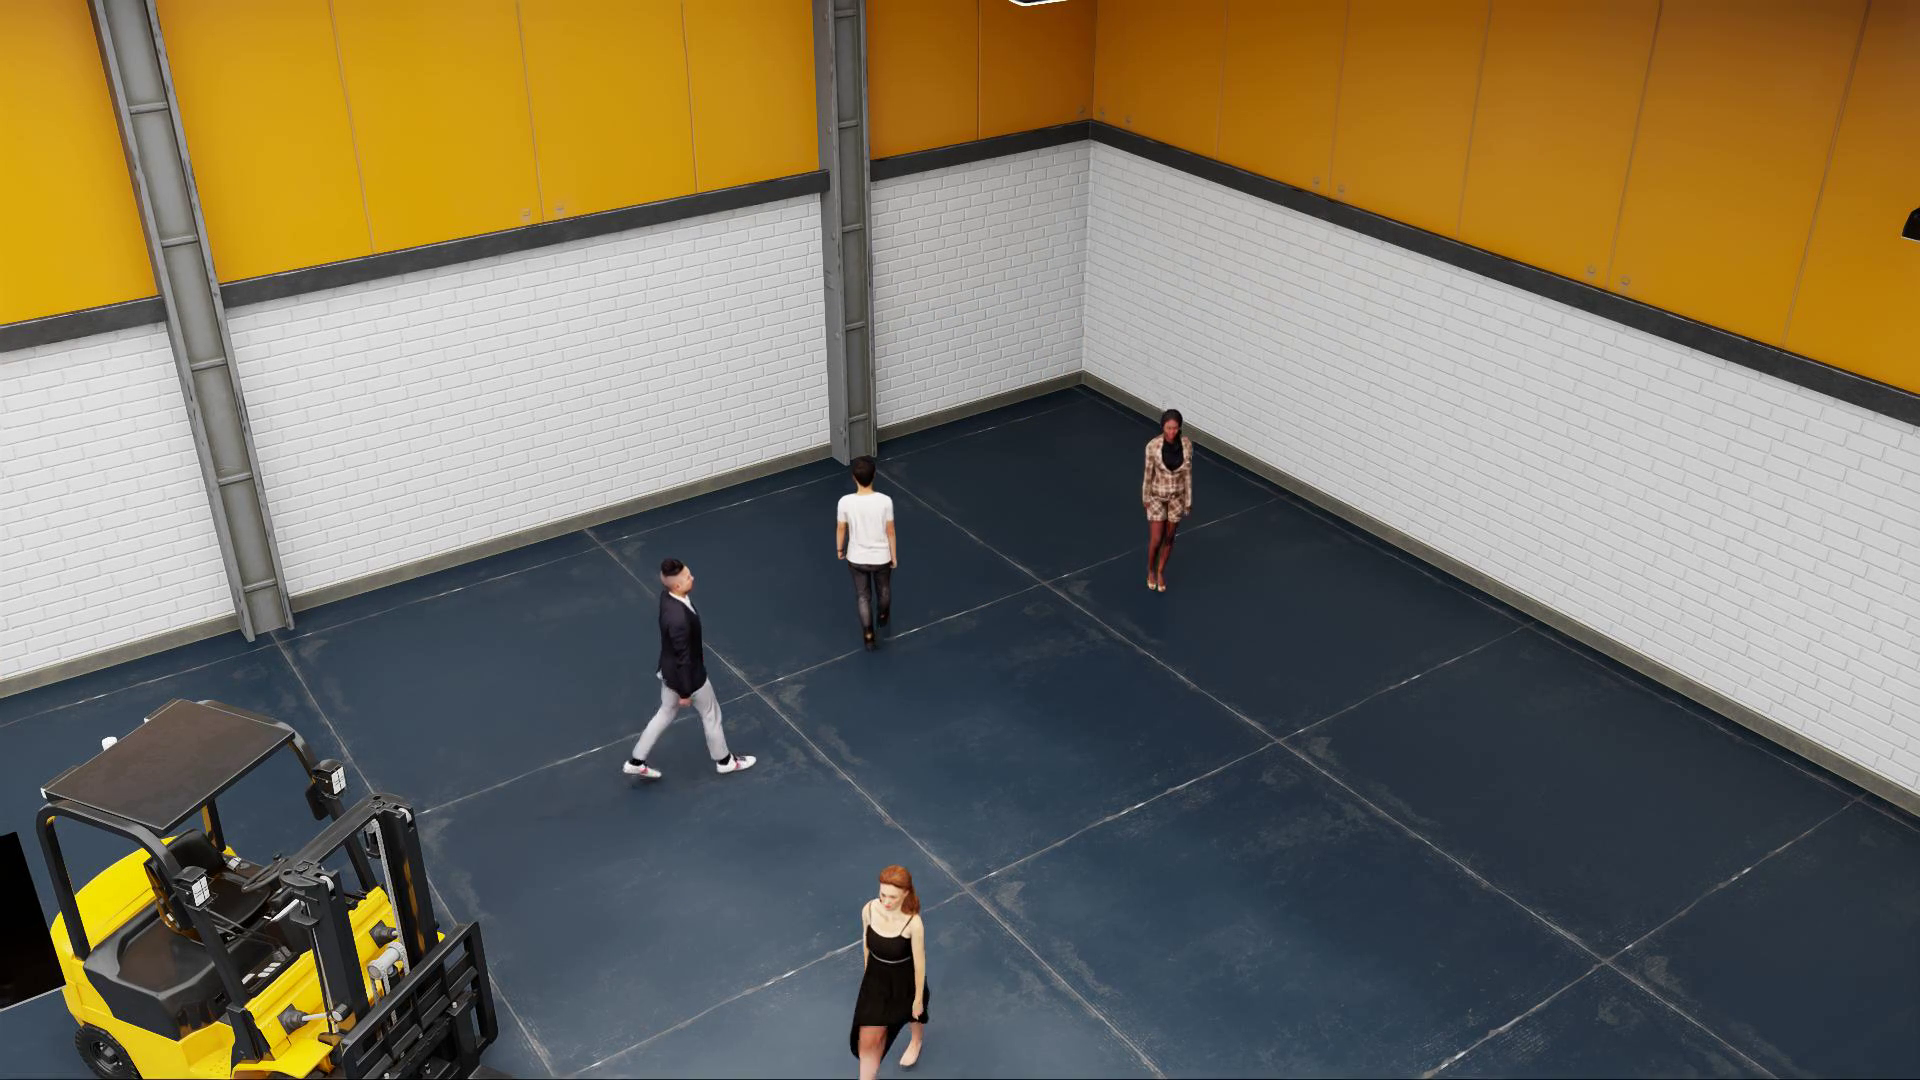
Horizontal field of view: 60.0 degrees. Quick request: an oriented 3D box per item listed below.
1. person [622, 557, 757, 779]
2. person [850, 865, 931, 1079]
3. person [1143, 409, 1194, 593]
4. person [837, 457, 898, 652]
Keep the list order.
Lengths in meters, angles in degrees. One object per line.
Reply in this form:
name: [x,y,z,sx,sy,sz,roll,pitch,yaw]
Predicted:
person: [-2.117,0.960,12.105,1.285,1.915,0.897,-11,30,-19]
person: [-0.335,2.494,9.634,0.953,1.587,1.131,11,31,20]
person: [1.809,-0.374,14.686,0.669,1.785,0.747,-4,29,-7]
person: [-0.763,0.144,13.819,0.949,1.705,0.968,-1,29,-1]
